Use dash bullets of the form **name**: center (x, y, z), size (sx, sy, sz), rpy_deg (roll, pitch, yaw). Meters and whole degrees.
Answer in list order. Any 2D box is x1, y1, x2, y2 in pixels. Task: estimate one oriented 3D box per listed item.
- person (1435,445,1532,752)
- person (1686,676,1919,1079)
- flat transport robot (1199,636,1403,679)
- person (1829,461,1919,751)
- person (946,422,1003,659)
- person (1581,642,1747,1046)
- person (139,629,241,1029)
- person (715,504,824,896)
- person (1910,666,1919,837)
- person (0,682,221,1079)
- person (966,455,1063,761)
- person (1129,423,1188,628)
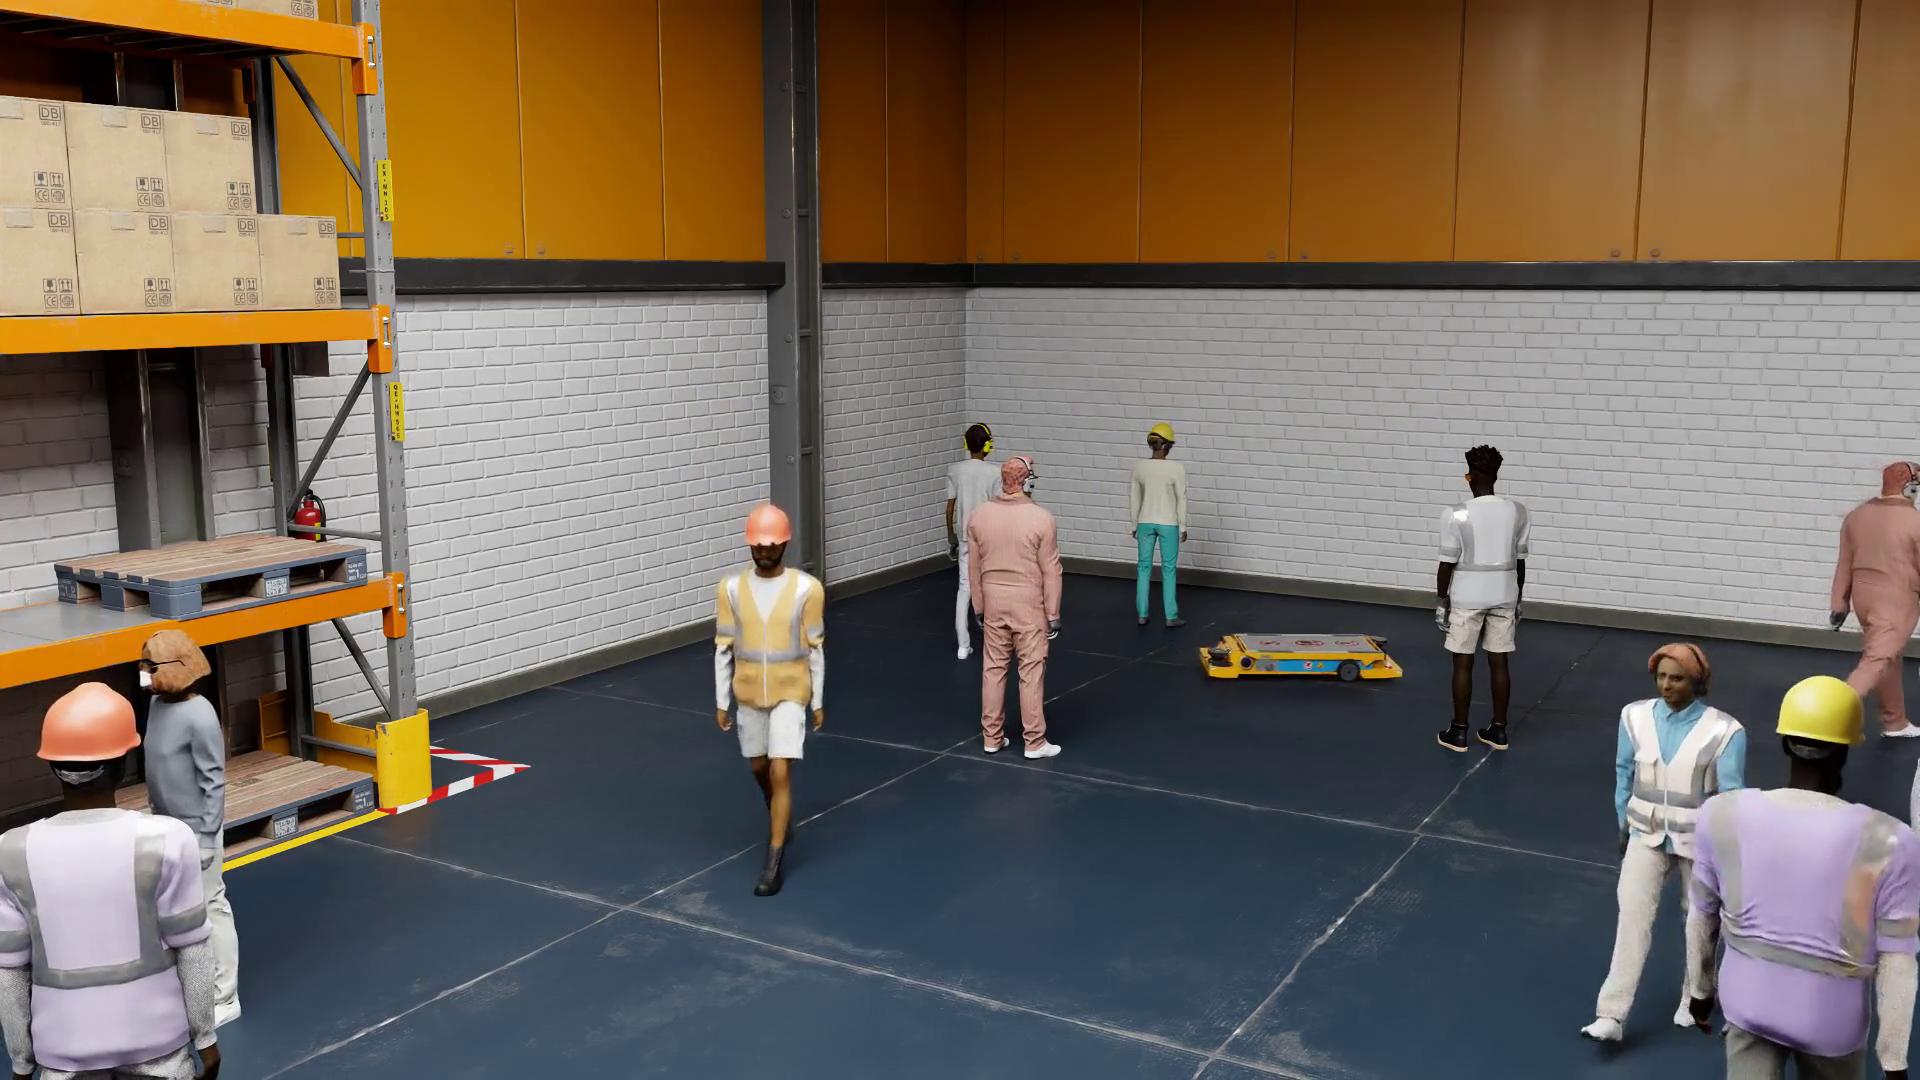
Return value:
- **person**: center (3.306, 0.373, 10.571), size (0.598, 1.958, 0.375), rpy_deg (-1, 9, -5)
- **person**: center (2.439, 1.317, 4.813), size (0.624, 1.900, 0.759), rpy_deg (7, 12, 38)
- **flat transport robot**: center (2.574, 0.878, 12.647), size (1.431, 0.197, 0.652), rpy_deg (0, 9, 1)
- **person**: center (5.863, 0.420, 10.601), size (1.005, 1.862, 0.619), rpy_deg (-2, 9, -14)
- **person**: center (0.133, 0.014, 13.063), size (0.515, 1.872, 0.333), rpy_deg (4, 10, 22)
- **person**: center (2.771, 1.199, 6.500), size (0.531, 1.594, 0.847), rpy_deg (9, 13, 43)
- **person**: center (-3.107, 1.157, 6.665), size (0.497, 1.634, 0.279), rpy_deg (8, 12, 40)
- **person**: center (-0.948, 0.743, 8.417), size (0.552, 1.911, 0.899), rpy_deg (1, 9, 6)
- **person**: center (5.043, 0.748, 8.264), size (0.602, 1.941, 0.402), rpy_deg (-2, 9, -12)
- **person**: center (-2.313, 1.344, 4.547), size (0.543, 1.939, 0.361), rpy_deg (-2, 9, -15)
- **person**: center (0.364, 0.422, 10.403), size (0.641, 1.908, 0.407), rpy_deg (5, 11, 30)
- **person**: center (1.710, -0.122, 14.268), size (0.523, 1.759, 0.334), rpy_deg (5, 10, 28)
